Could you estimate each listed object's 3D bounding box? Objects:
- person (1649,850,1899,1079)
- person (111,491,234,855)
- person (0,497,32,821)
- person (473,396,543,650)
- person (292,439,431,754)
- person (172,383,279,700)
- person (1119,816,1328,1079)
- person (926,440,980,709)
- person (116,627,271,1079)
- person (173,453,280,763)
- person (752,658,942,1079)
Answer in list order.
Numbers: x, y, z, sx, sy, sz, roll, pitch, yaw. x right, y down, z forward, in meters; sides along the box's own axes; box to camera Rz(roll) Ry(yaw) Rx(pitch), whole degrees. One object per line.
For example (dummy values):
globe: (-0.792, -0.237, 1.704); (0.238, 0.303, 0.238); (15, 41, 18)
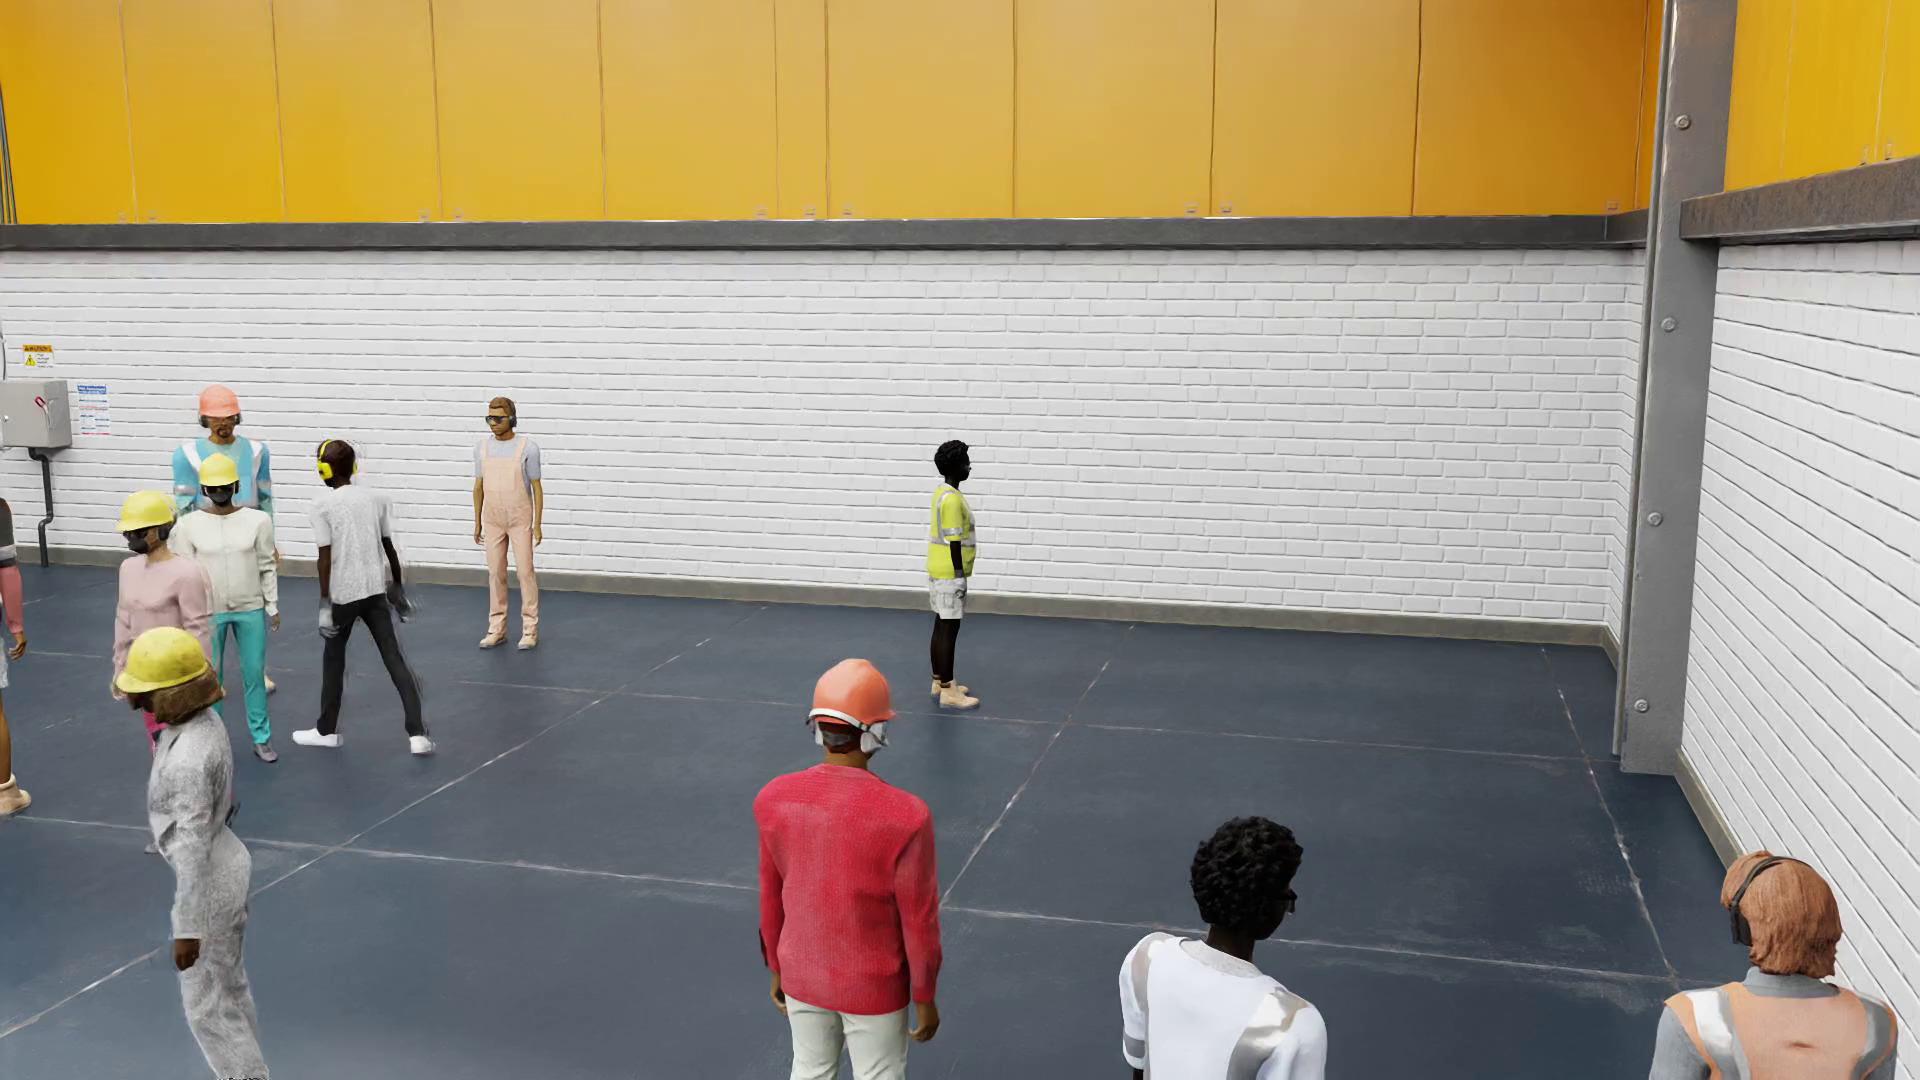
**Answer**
person: (1.654, 1.448, 3.453); (0.523, 1.631, 0.315); (-1, 10, -5)
person: (-3.783, 0.634, 7.880); (0.533, 1.754, 0.359); (6, 11, 30)
person: (-5.030, 0.414, 8.337); (0.615, 2.038, 0.395); (-4, 10, -21)
person: (-3.277, -0.120, 12.055); (0.520, 1.844, 0.330); (1, 10, 8)
person: (-3.419, 0.333, 9.514); (0.902, 1.811, 0.608); (7, 12, 34)
person: (-4.701, 0.010, 10.714); (0.615, 2.040, 0.391); (-9, 13, -44)
person: (0.553, 1.407, 3.534); (0.319, 1.686, 0.539); (-8, 13, -40)
person: (-0.051, 0.209, 10.549); (0.319, 1.697, 0.533); (-2, 10, -10)
person: (-2.381, 1.095, 5.233); (0.376, 1.734, 0.567); (-4, 10, -20)
person: (-4.064, 0.396, 9.250); (0.533, 1.768, 0.310); (-6, 11, -30)
person: (-0.299, 1.191, 4.638); (0.568, 1.743, 0.353); (5, 11, 28)
